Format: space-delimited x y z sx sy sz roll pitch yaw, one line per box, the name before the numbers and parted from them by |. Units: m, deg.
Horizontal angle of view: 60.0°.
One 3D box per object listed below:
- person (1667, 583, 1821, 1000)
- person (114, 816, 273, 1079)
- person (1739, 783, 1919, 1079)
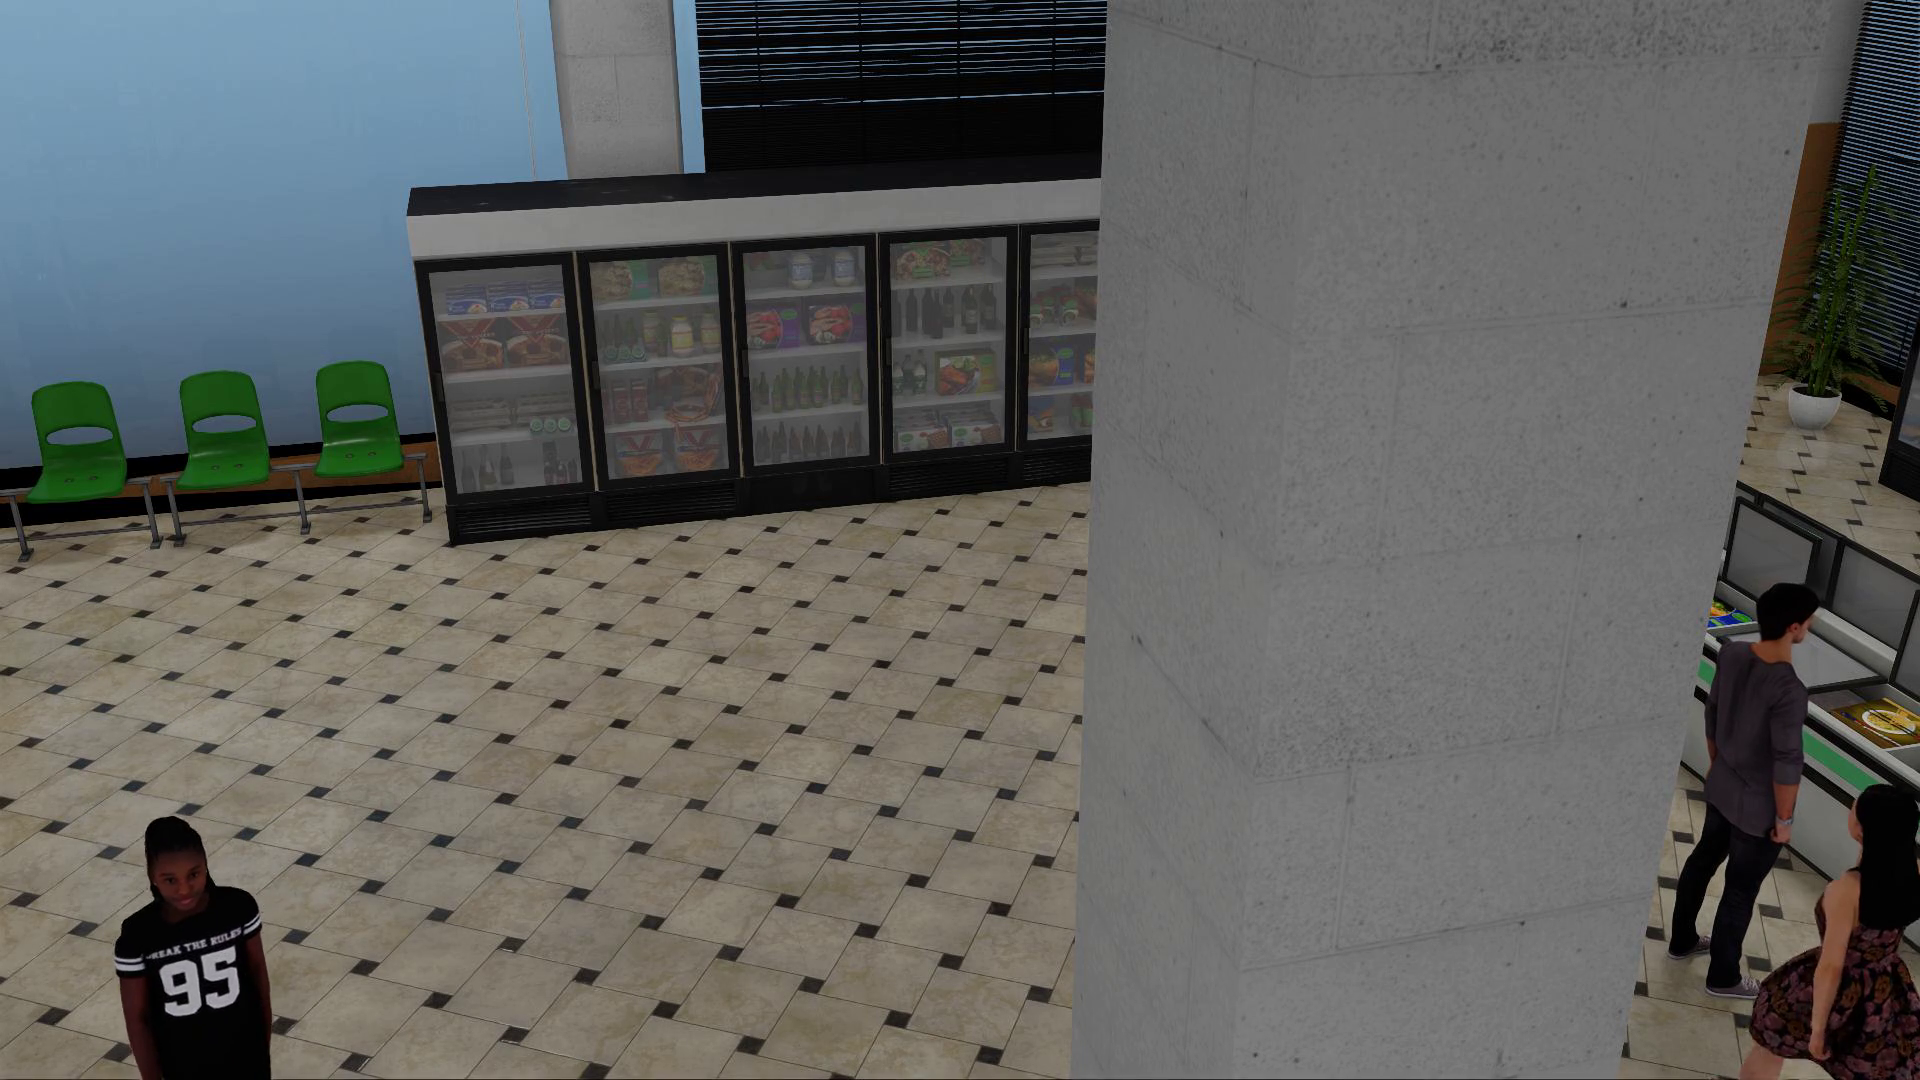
person | 3.274 1.036 6.927 0.738 1.851 0.483 -5 24 -11
person | -2.555 1.696 5.625 0.840 1.686 1.249 -14 27 -29
person | 3.075 1.676 5.627 0.580 1.721 1.181 -6 24 -13
